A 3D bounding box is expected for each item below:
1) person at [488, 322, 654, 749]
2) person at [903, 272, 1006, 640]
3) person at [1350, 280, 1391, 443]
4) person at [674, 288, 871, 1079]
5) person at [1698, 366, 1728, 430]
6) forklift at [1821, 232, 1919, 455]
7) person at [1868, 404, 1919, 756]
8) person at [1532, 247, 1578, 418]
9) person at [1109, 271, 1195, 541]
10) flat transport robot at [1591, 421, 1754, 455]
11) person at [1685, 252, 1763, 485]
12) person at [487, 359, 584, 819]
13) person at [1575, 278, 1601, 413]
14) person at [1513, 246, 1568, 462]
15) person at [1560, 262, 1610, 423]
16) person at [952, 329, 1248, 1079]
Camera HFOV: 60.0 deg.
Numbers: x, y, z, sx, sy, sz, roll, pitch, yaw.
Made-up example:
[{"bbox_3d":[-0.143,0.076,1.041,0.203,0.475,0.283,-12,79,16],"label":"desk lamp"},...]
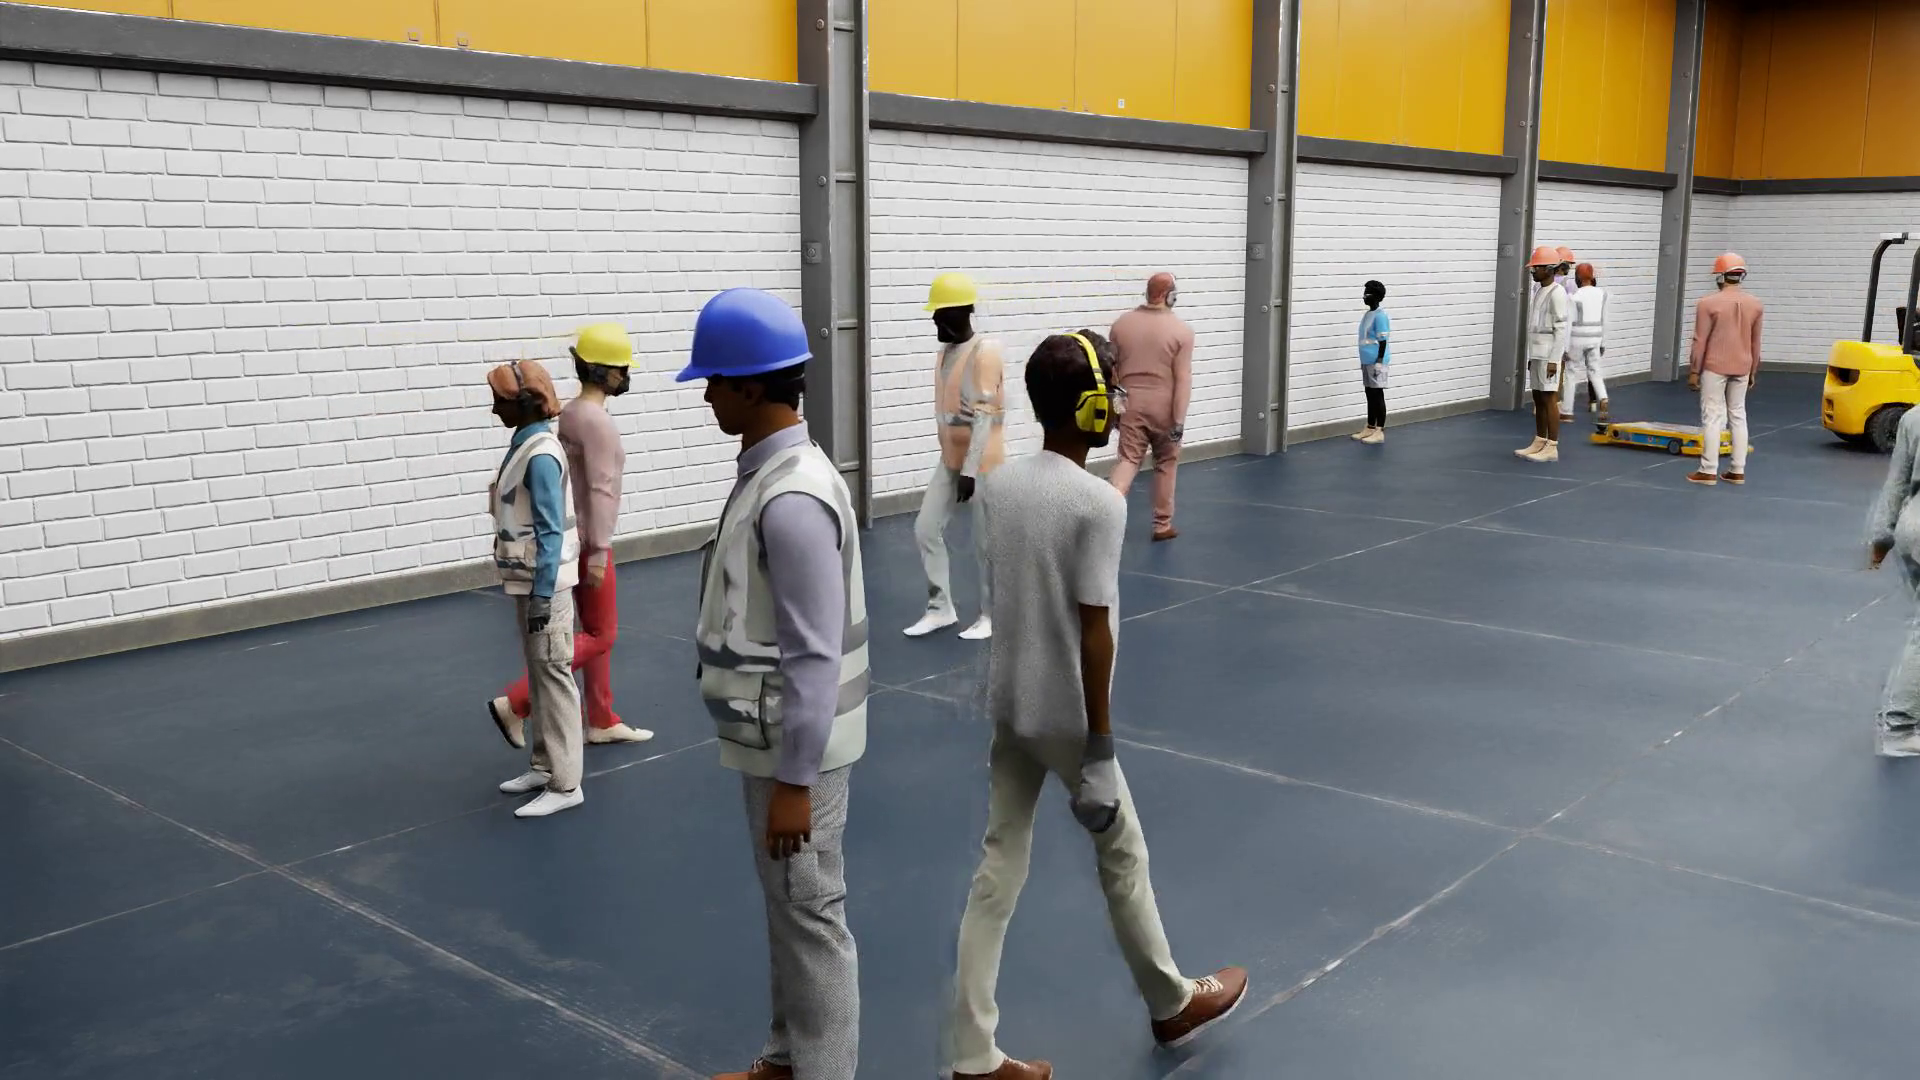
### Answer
[{"bbox_3d":[-1.548,0.014,6.570,0.625,1.741,0.552,-5,11,-26],"label":"person"},{"bbox_3d":[-0.028,-0.404,8.522,0.682,1.900,0.590,-6,12,-32],"label":"person"},{"bbox_3d":[4.307,-1.854,17.335,0.322,1.697,0.535,-1,10,-3],"label":"person"},{"bbox_3d":[-0.396,0.430,3.635,0.402,1.942,0.604,-2,10,-11],"label":"person"},{"bbox_3d":[7.693,-1.709,16.734,0.517,1.611,0.462,9,13,41],"label":"person"},{"bbox_3d":[9.955,-1.972,16.595,2.313,2.155,1.214,1,10,8],"label":"forklift"},{"bbox_3d":[3.954,0.019,6.643,0.599,1.712,0.493,-3,10,-15],"label":"person"},{"bbox_3d":[7.138,-2.476,19.903,0.391,2.039,0.614,-6,12,-31],"label":"person"},{"bbox_3d":[1.271,-0.884,11.314,0.649,1.875,0.804,5,11,28],"label":"person"},{"bbox_3d":[7.144,-1.033,16.724,0.652,0.197,1.431,-5,11,-27],"label":"flat transport robot"},{"bbox_3d":[6.580,-1.471,14.336,0.618,1.987,0.406,-2,10,-9],"label":"person"},{"bbox_3d":[-1.519,0.170,5.981,0.310,1.640,0.514,-4,11,-22],"label":"person"},{"bbox_3d":[7.704,-2.410,20.534,0.532,1.691,0.321,2,10,13],"label":"person"},{"bbox_3d":[5.536,-1.763,15.837,0.393,2.041,0.613,0,10,0],"label":"person"},{"bbox_3d":[7.212,-2.261,19.168,0.616,1.866,0.744,-2,10,-10],"label":"person"},{"bbox_3d":[0.320,0.419,4.008,0.914,1.830,0.555,-8,13,-37],"label":"person"}]
